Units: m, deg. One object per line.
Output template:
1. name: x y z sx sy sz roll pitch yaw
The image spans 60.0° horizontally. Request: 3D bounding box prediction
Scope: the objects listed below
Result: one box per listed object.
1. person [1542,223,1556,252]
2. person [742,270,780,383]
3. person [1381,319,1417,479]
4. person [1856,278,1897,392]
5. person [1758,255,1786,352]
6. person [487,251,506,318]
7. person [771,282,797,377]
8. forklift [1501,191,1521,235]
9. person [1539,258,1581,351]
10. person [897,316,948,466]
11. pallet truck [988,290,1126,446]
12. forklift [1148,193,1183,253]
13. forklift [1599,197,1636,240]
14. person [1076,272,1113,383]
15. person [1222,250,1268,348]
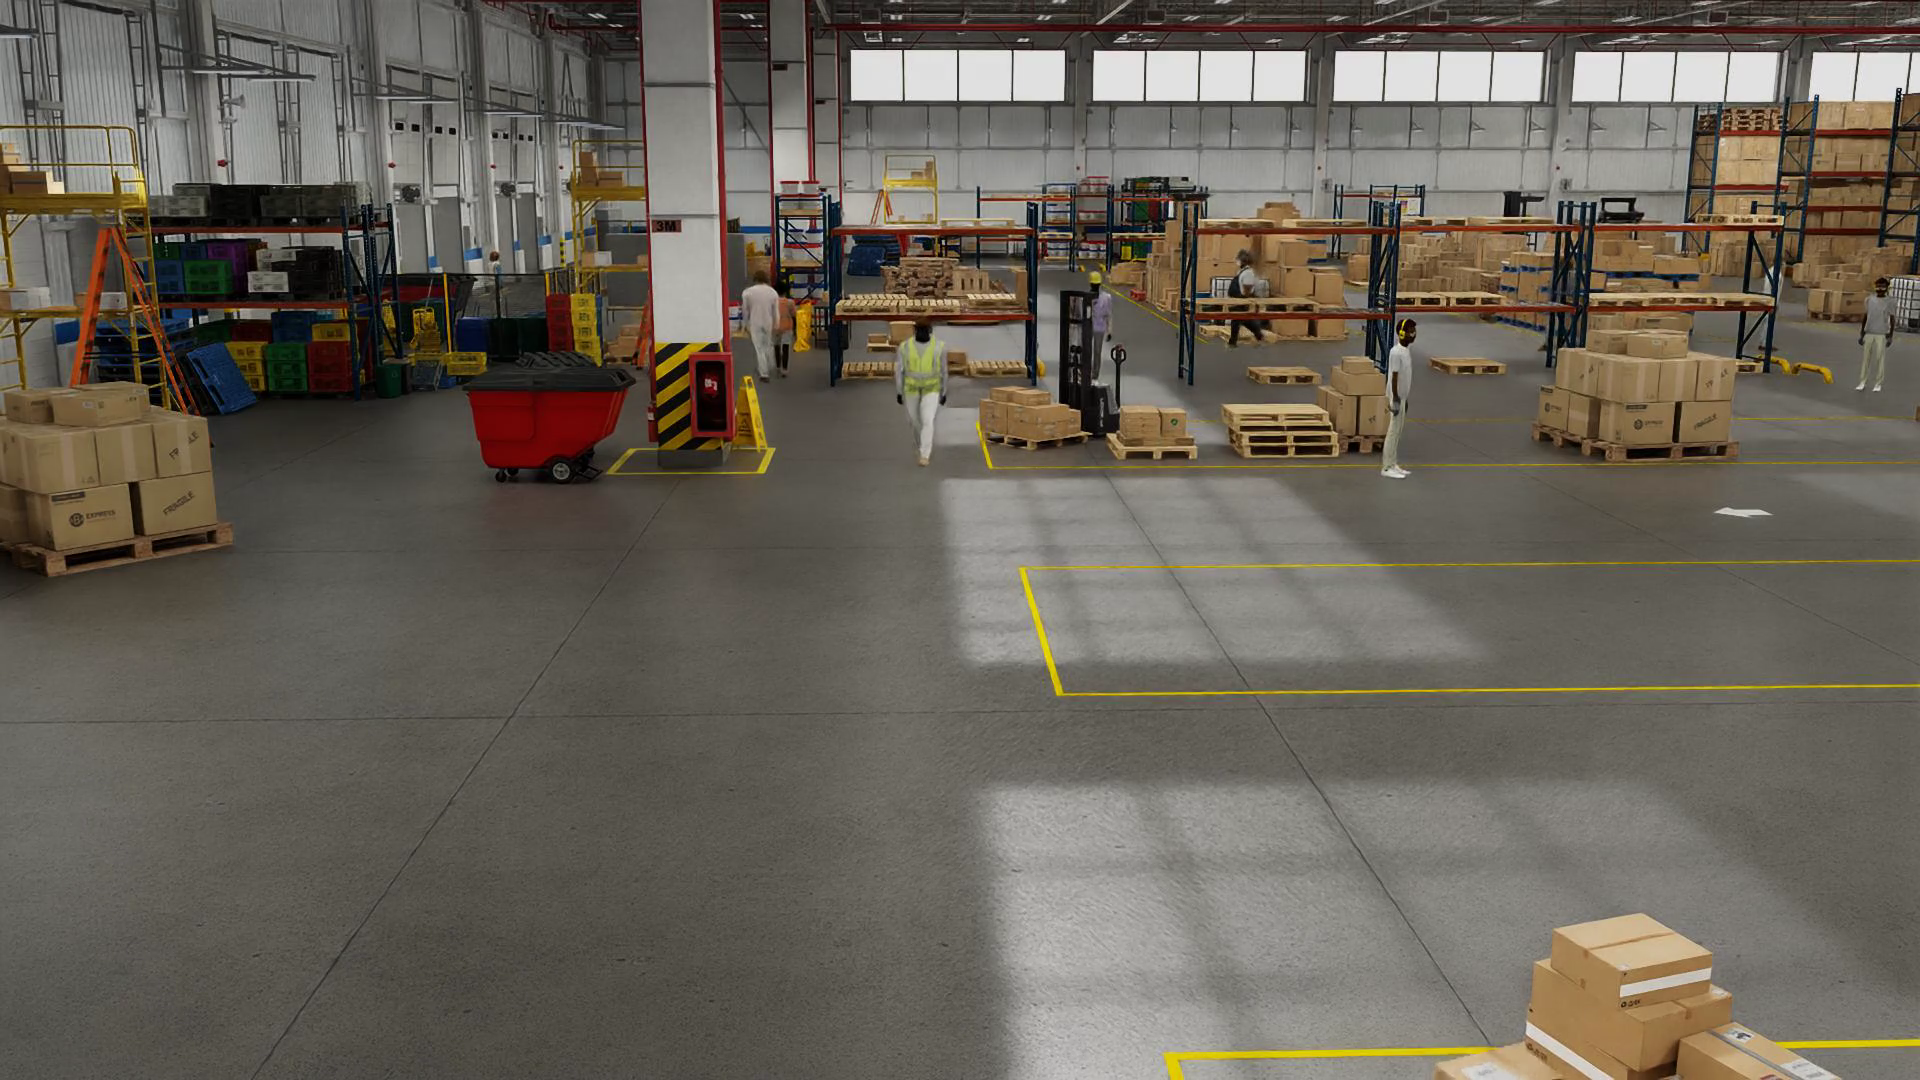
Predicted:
1. person: 19.516 -9.520 54.940 0.573 1.891 0.929 7 14 30
2. person: -3.442 -3.674 28.559 0.616 1.881 0.994 -5 13 -21
3. person: 5.164 -1.660 19.521 0.311 1.869 0.530 6 14 26
4. person: 14.996 -3.360 27.226 0.334 1.860 0.509 -12 17 -42
5. person: 16.276 -4.755 33.335 0.355 1.936 0.633 4 13 16
6. person: -11.418 -6.264 40.859 0.523 1.632 0.313 11 17 42
7. person: -3.133 -3.698 29.205 0.546 1.655 0.884 -1 13 -5
8. forklift: 20.800 -11.780 62.907 1.873 2.768 1.129 0 12 -2
9. person: 12.099 -4.728 33.352 1.033 1.894 0.636 -2 13 -8
10. person: -0.459 -1.856 20.508 0.632 1.821 0.785 2 13 7
11. pallet truck: 1.257 -2.299 22.111 1.885 1.965 0.823 -9 15 -35
12. forklift: 7.418 -10.493 57.099 1.873 2.768 1.129 1 13 5
13. forklift: 18.753 -8.413 47.705 1.129 2.768 1.873 2 13 10
14. person: 2.241 -3.498 27.741 0.605 1.900 0.804 1 13 4
15. person: 5.818 -4.900 33.755 0.835 2.000 0.688 -1 13 -3
